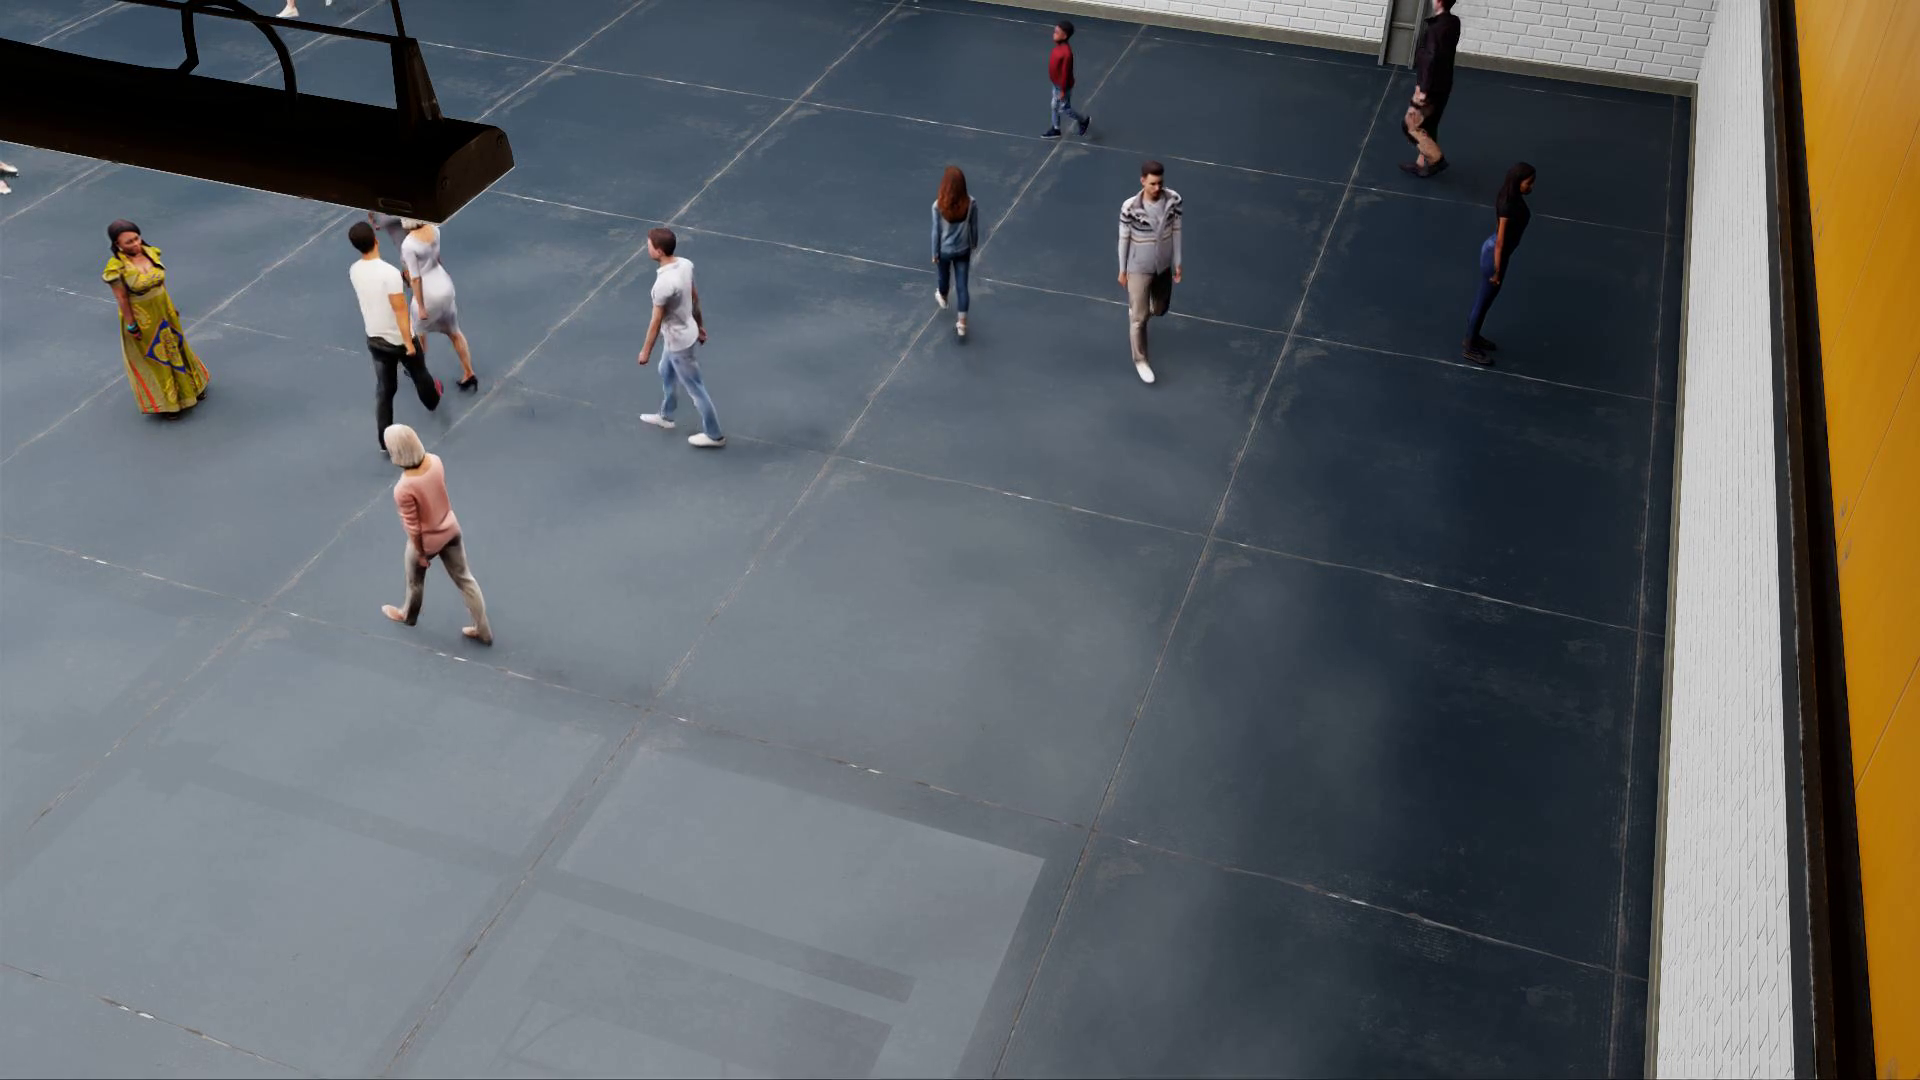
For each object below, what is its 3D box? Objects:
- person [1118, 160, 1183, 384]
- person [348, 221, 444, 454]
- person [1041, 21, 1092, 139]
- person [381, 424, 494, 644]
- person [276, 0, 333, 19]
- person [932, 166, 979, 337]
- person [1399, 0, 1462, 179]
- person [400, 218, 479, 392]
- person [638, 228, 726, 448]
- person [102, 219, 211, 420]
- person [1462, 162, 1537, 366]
[{"bbox_3d":[1.517,-2.261,13.486,1.091,1.846,1.129,-13,40,-16],"label":"person"},{"bbox_3d":[-4.345,-1.472,12.583,1.031,1.740,0.785,16,41,20],"label":"person"},{"bbox_3d":[1.110,-4.688,17.009,0.813,1.242,0.719,-10,40,-12],"label":"person"},{"bbox_3d":[-3.341,-0.004,10.787,1.036,1.687,0.651,16,41,19],"label":"person"},{"bbox_3d":[-7.847,-6.995,19.500,1.017,1.739,0.968,-17,42,-20],"label":"person"},{"bbox_3d":[-0.028,-2.405,13.987,1.026,1.446,0.987,-9,39,-11],"label":"person"},{"bbox_3d":[4.642,-4.368,16.068,0.873,1.917,0.839,27,46,29],"label":"person"},{"bbox_3d":[-4.097,-1.914,13.152,0.909,1.721,0.615,17,41,20],"label":"person"},{"bbox_3d":[-2.005,-1.481,12.528,1.024,1.823,0.791,4,39,5],"label":"person"},{"bbox_3d":[-6.330,-1.752,12.998,0.749,1.659,0.839,14,41,17],"label":"person"},{"bbox_3d":[4.388,-2.288,13.607,0.529,1.737,0.561,14,41,17],"label":"person"}]
